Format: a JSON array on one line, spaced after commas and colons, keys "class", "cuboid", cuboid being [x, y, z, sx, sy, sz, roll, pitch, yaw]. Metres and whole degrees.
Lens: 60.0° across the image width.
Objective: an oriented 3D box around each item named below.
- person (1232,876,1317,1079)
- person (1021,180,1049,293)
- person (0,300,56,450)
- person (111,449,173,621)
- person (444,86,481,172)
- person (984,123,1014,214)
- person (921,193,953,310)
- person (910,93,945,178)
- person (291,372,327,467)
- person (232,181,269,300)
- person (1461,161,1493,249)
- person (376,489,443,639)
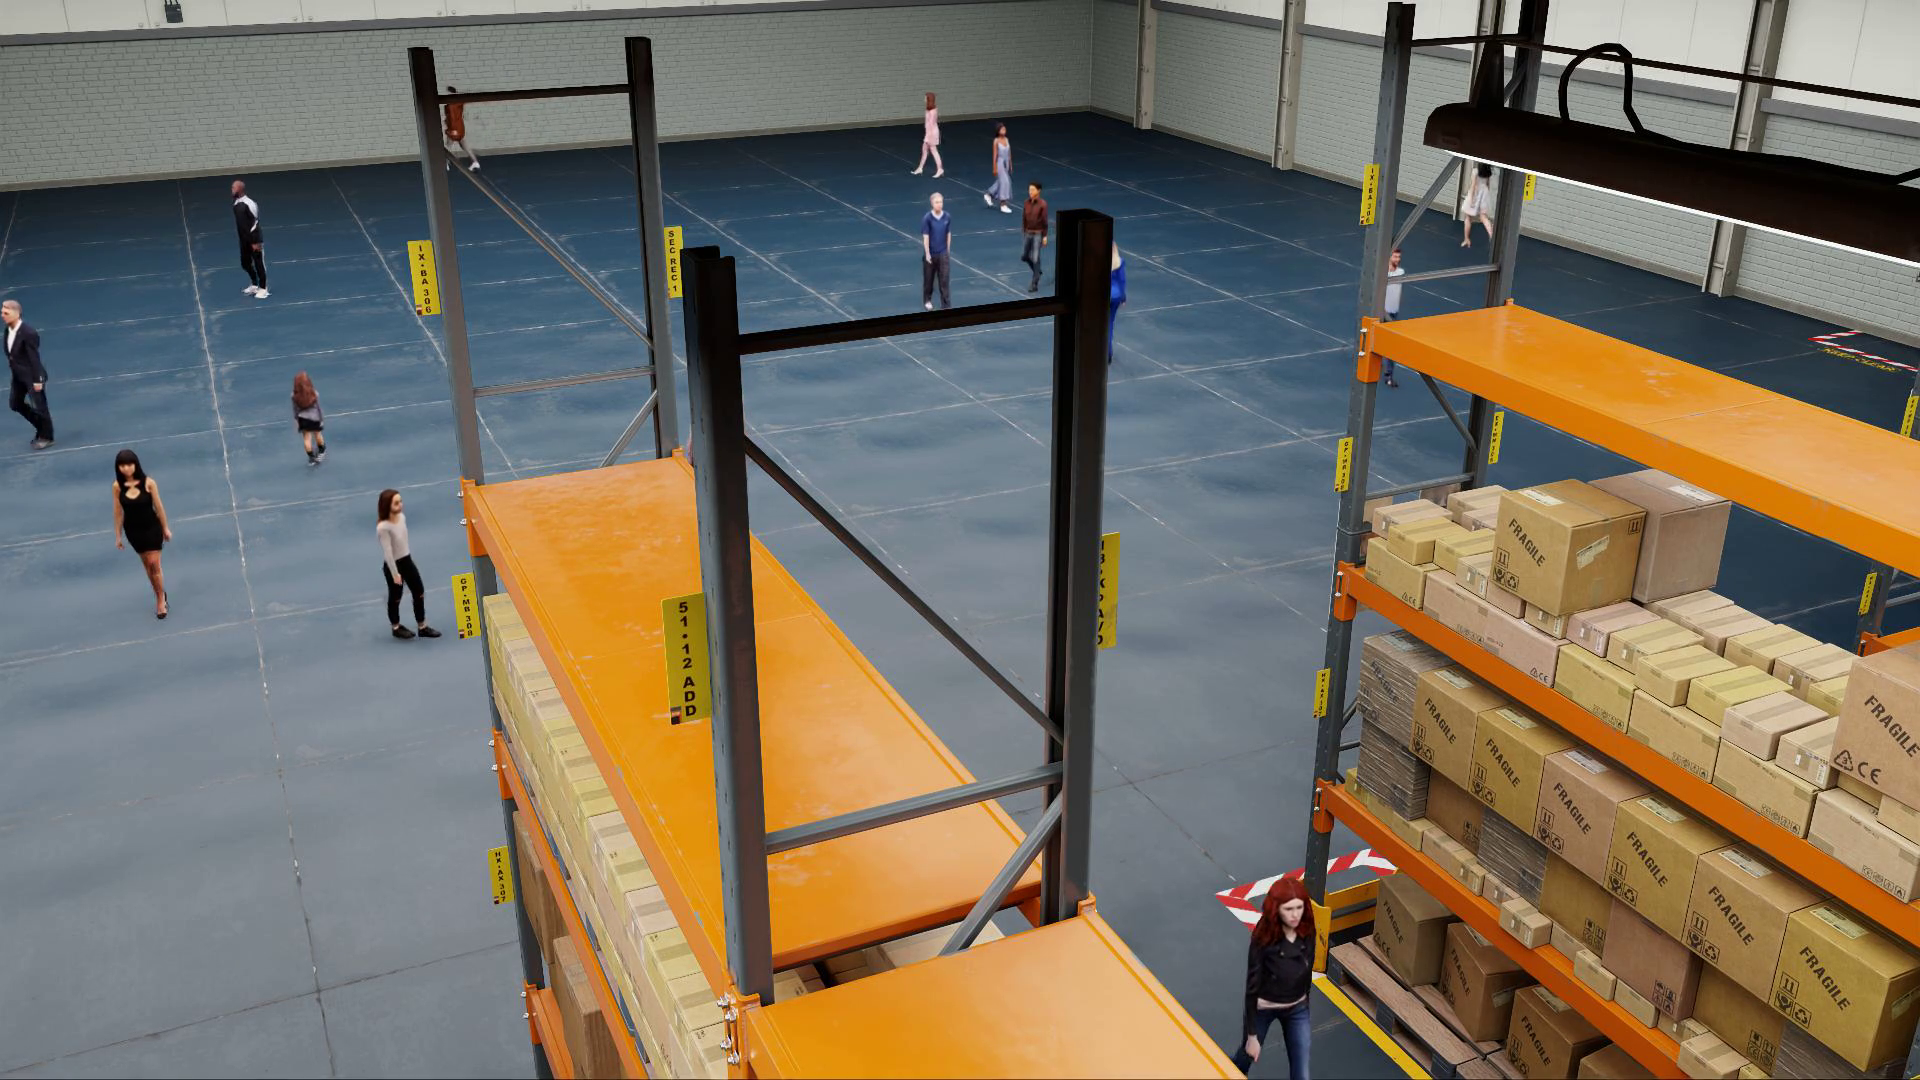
[{"class": "person", "cuboid": [1.682, 2.585, 9.120, 0.729, 1.728, 1.238, -7, 24, -15]}, {"class": "person", "cuboid": [1.242, -4.868, 26.593, 0.864, 1.769, 0.908, 15, 27, 31]}, {"class": "person", "cuboid": [-11.020, -1.994, 19.786, 0.797, 1.808, 0.886, 12, 26, 26]}, {"class": "person", "cuboid": [-7.615, -0.098, 15.552, 0.677, 1.633, 0.755, -5, 24, -11]}, {"class": "person", "cuboid": [-10.786, -8.832, 35.890, 1.213, 1.790, 1.206, 6, 24, 13]}, {"class": "person", "cuboid": [0.744, -7.246, 32.306, 1.100, 1.675, 0.849, 18, 29, 36]}, {"class": "person", "cuboid": [-0.414, -4.333, 25.285, 0.769, 1.808, 1.233, -7, 24, -17]}, {"class": "person", "cuboid": [-0.525, -8.571, 35.296, 0.894, 1.773, 0.981, -2, 23, -5]}, {"class": "person", "cuboid": [-7.575, -1.398, 19.311, 0.581, 1.082, 0.765, -5, 24, -12]}, {"class": "person", "cuboid": [-11.197, -4.773, 26.308, 0.738, 1.818, 0.861, 12, 26, 26]}, {"class": "person", "cuboid": [9.105, -5.878, 29.003, 0.730, 1.743, 1.138, -7, 24, -16]}, {"class": "person", "cuboid": [-5.127, 0.232, 14.988, 0.838, 1.466, 0.784, 7, 24, 17]}]
